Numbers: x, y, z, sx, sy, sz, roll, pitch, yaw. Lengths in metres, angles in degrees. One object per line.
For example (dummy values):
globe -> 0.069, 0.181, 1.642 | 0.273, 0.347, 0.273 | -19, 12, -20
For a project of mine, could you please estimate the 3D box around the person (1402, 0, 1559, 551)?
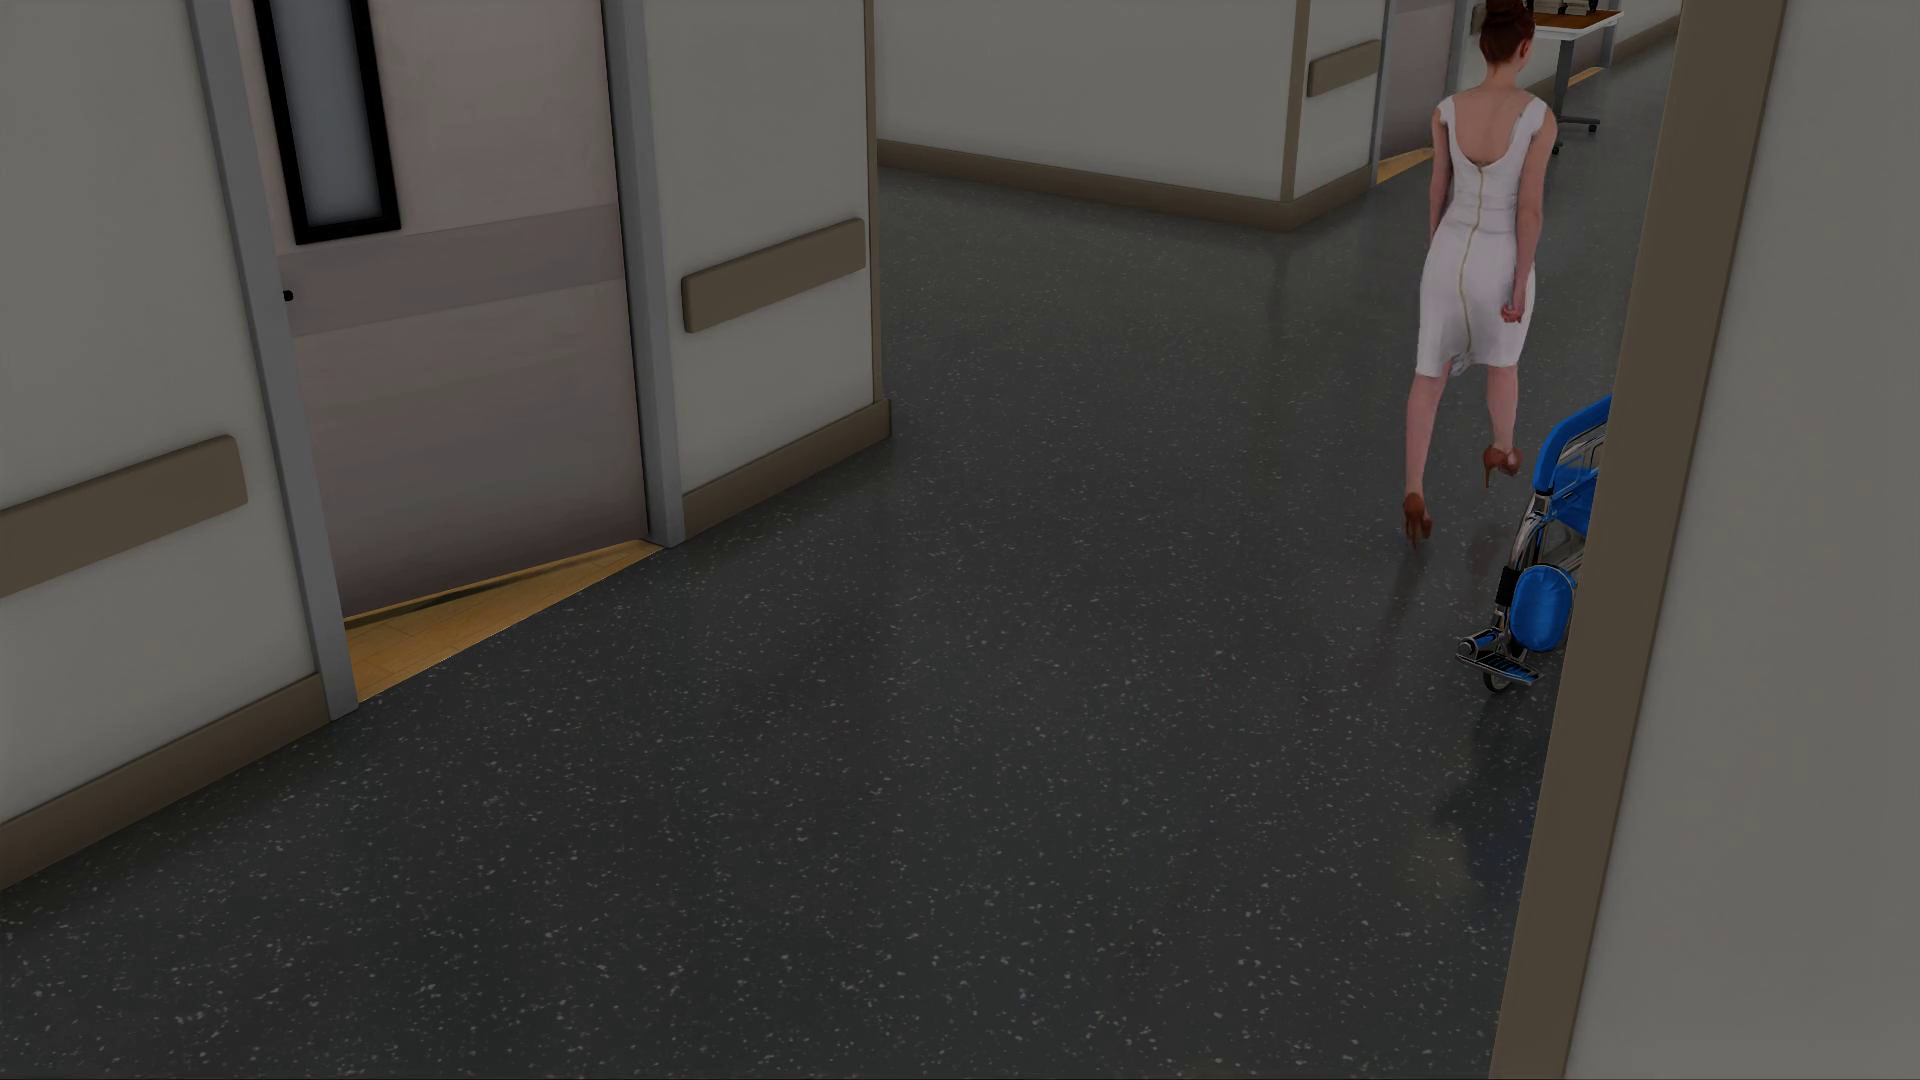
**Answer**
person -> 1.586, -0.798, 5.309 | 0.634, 1.763, 1.008 | 20, 32, 36
